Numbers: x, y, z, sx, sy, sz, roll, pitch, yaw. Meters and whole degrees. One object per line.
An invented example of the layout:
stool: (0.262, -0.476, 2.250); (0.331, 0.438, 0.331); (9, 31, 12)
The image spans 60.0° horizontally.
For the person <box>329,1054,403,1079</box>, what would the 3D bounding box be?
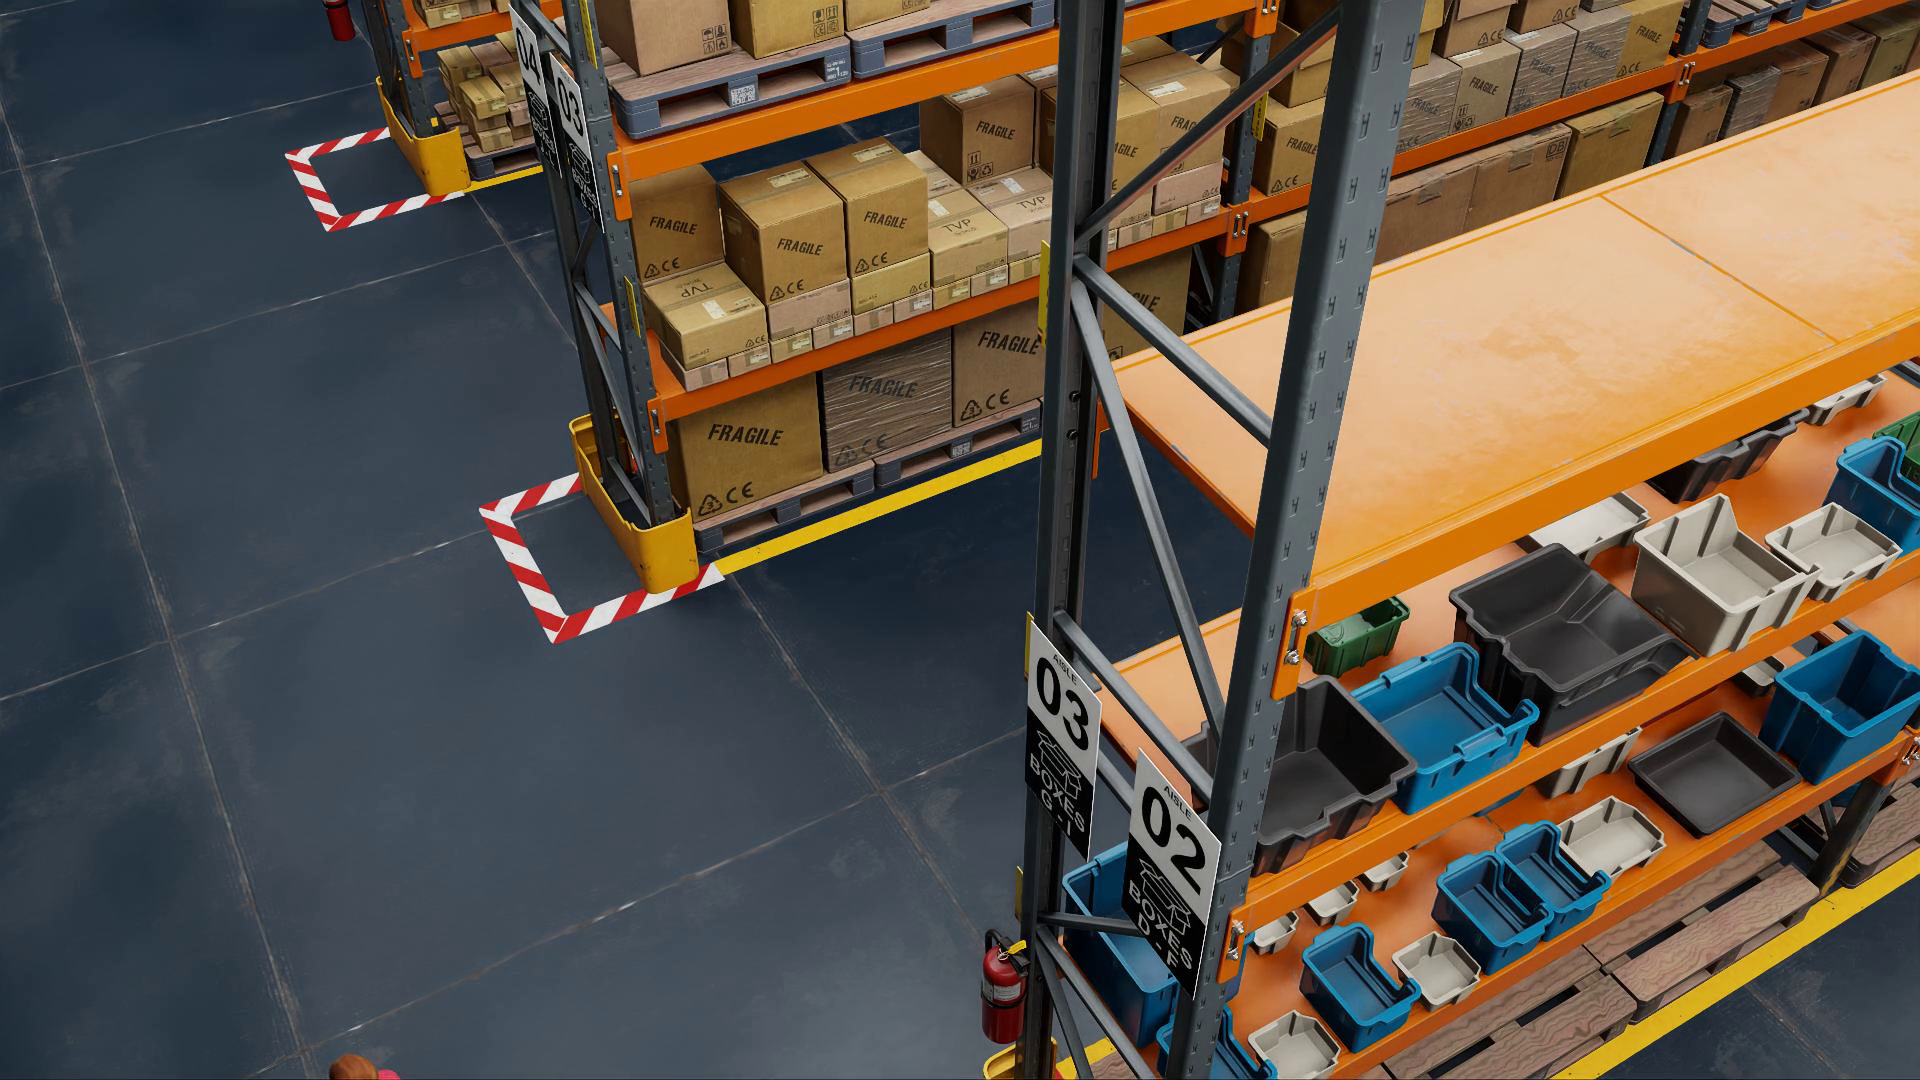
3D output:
person: (-2.233, 2.413, 6.562); (0.657, 1.318, 0.580); (17, 46, 17)
